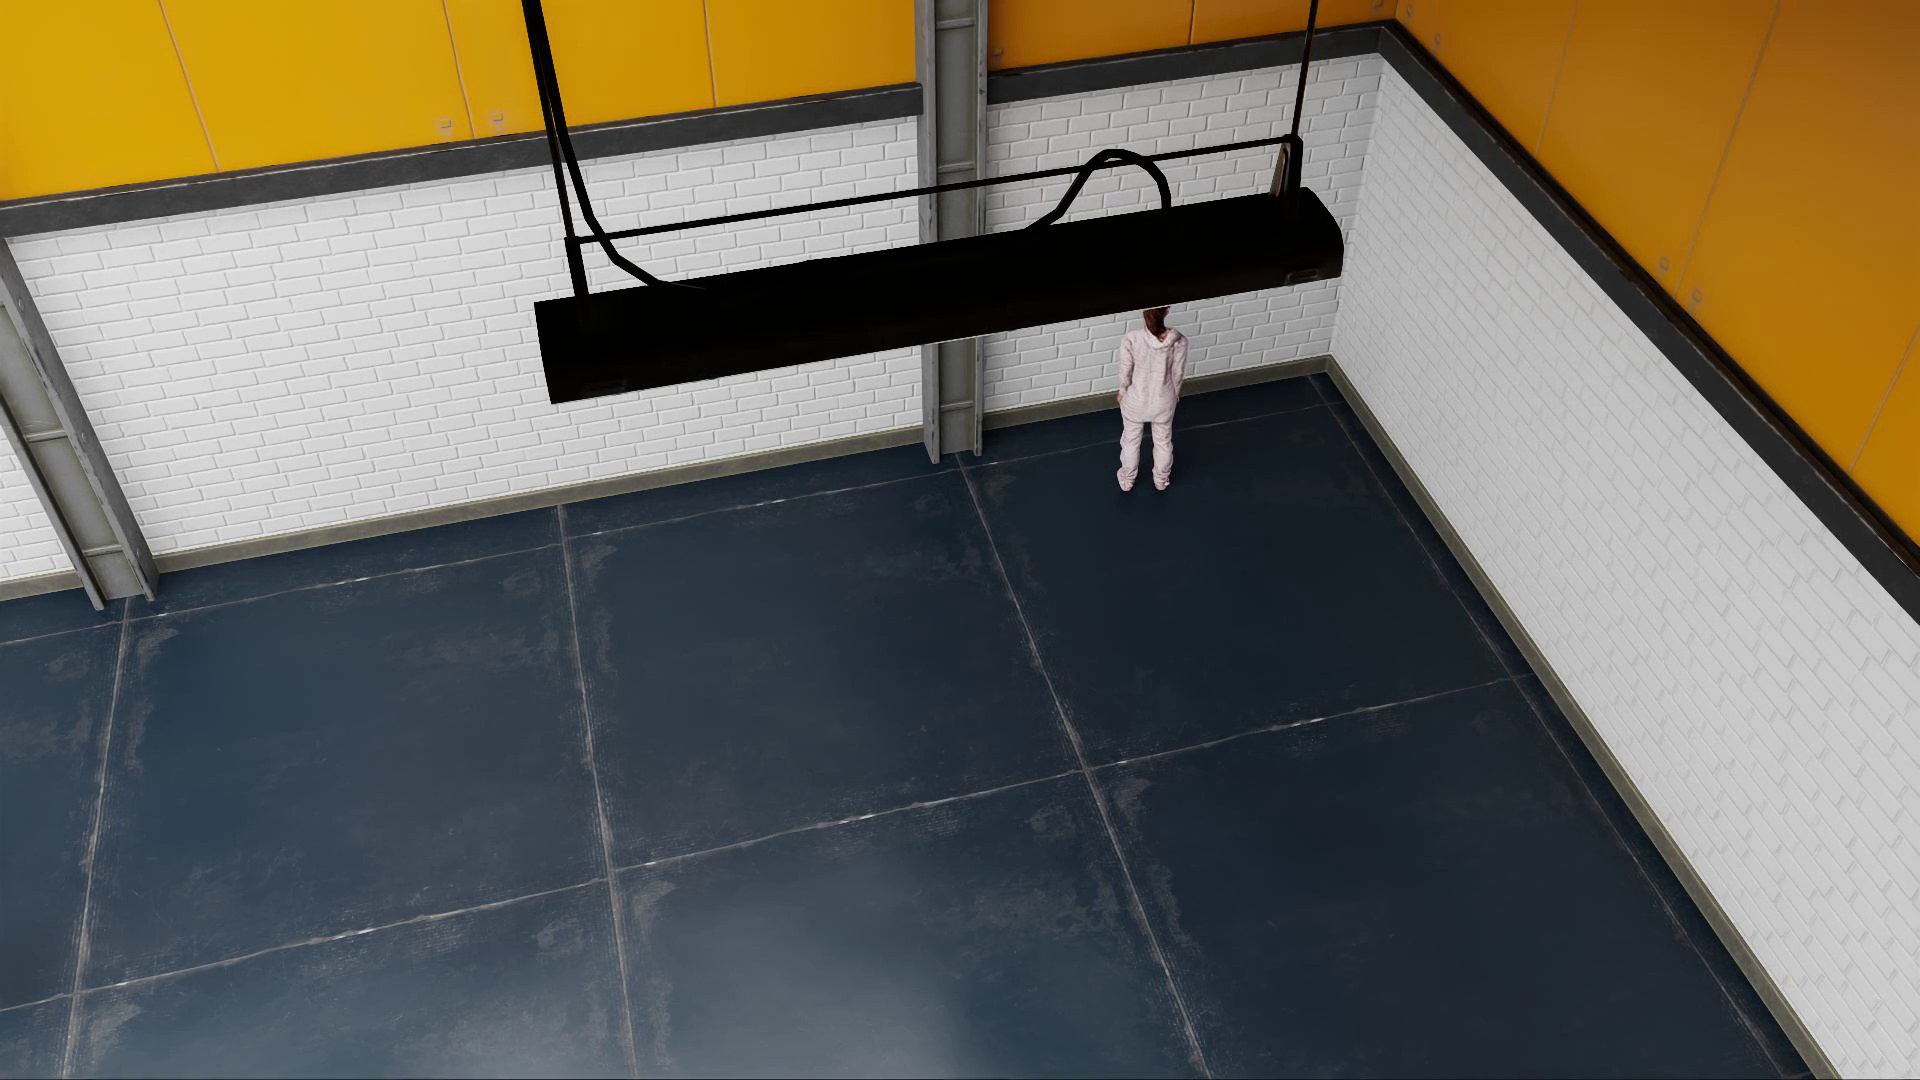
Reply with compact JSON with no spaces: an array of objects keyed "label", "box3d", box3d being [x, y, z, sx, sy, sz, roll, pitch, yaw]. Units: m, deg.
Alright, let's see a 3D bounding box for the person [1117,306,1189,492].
[{"label":"person","box3d":[1.362,-1.047,11.937,0.596,1.688,0.753,0,44,0]}]
